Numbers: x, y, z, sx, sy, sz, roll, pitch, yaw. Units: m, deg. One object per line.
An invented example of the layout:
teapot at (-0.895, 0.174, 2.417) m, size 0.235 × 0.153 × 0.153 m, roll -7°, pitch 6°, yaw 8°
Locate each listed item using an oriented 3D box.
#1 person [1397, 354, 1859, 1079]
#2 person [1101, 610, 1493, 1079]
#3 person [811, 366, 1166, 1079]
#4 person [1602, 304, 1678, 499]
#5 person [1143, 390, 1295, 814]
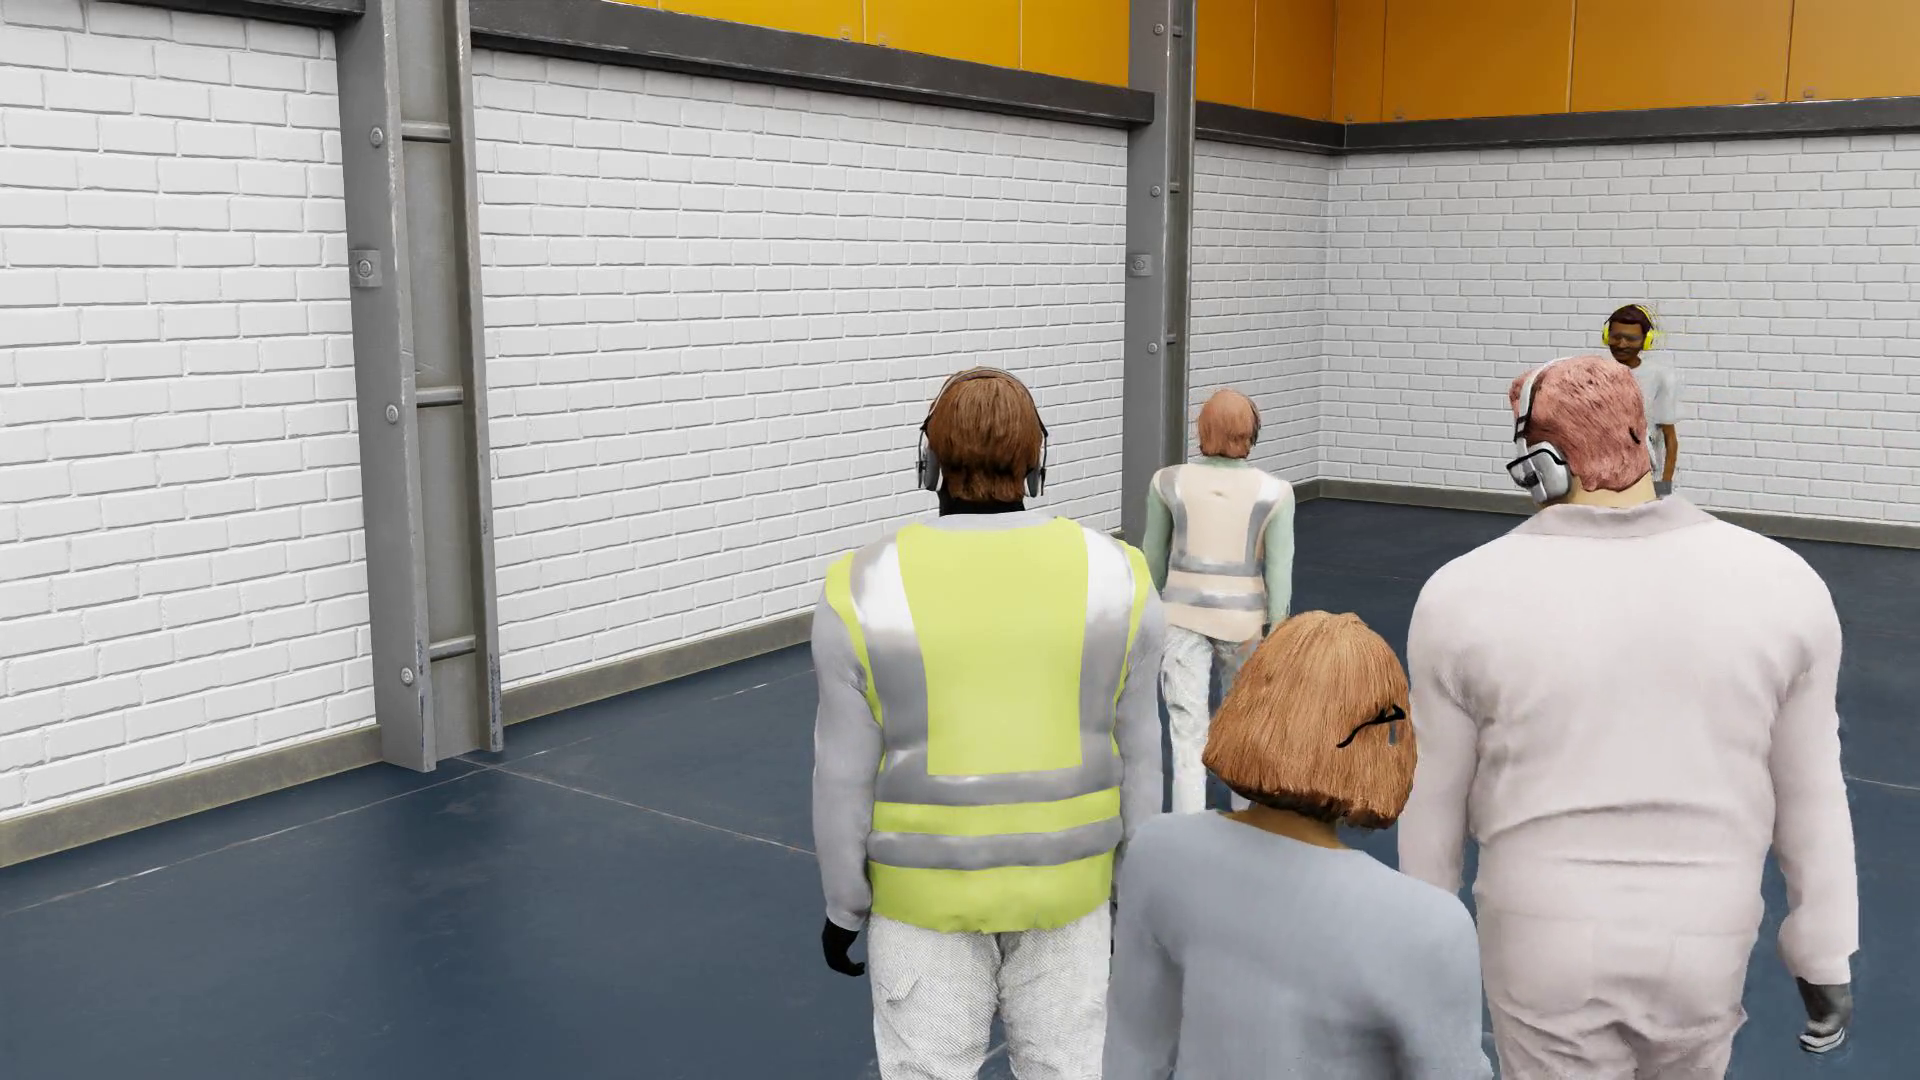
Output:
person at (1.069, 0.635, 2.744) m, size 0.702 × 1.874 × 0.422 m, roll 1°, pitch 10°, yaw 9°
person at (0.474, 0.875, 2.141) m, size 0.819 × 1.594 × 0.503 m, roll -8°, pitch 12°, yaw -38°
person at (0.047, 0.618, 2.953) m, size 0.619 × 1.845 × 0.430 m, roll -2°, pitch 10°, yaw -9°
person at (3.417, -0.293, 8.504) m, size 0.987 × 1.819 × 0.579 m, roll -9°, pitch 13°, yaw -42°
person at (0.879, 0.284, 5.708) m, size 0.514 × 1.583 × 0.893 m, roll 2°, pitch 10°, yaw 12°
